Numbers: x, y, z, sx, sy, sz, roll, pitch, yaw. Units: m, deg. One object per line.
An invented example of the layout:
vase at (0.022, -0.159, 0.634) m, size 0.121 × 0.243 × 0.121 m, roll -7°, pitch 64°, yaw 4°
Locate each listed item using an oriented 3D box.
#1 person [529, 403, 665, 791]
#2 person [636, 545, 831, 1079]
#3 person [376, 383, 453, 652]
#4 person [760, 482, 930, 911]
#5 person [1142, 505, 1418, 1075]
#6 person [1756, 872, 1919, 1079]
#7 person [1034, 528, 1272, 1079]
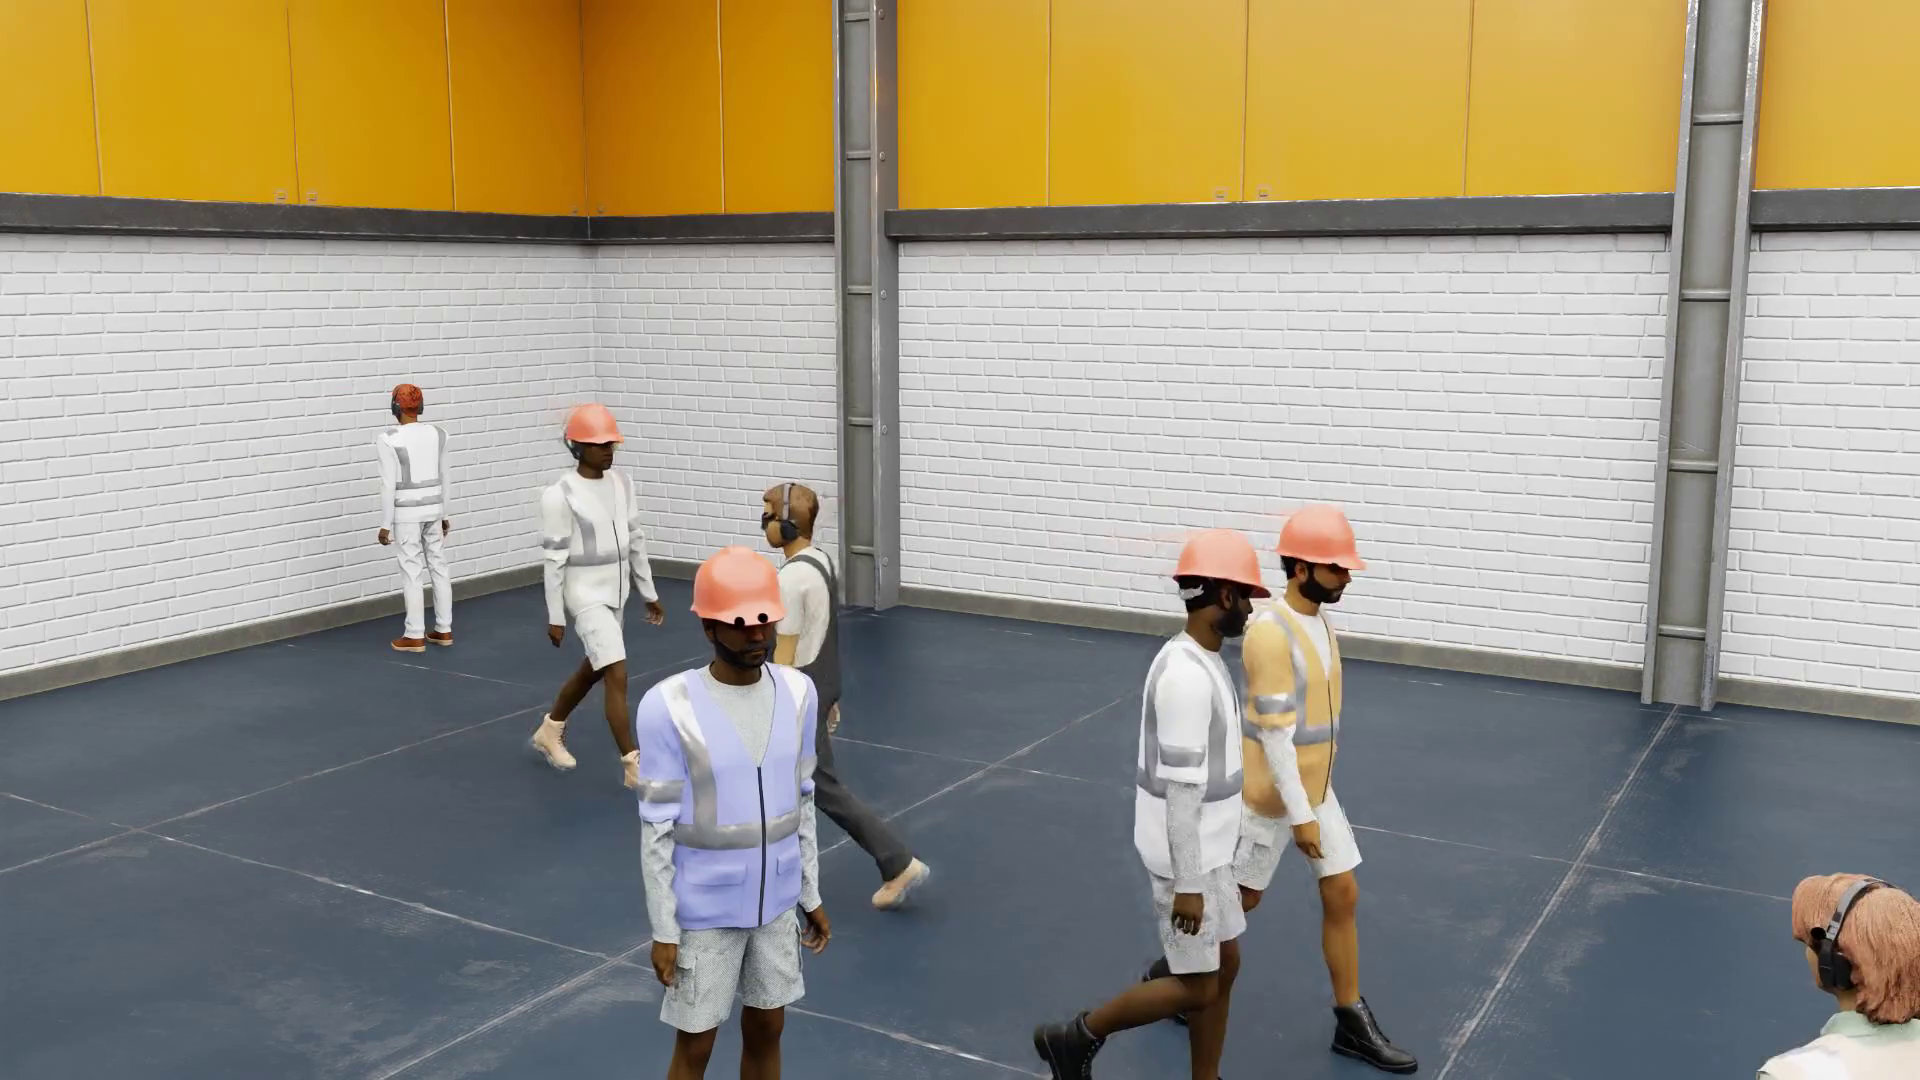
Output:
person at (-1.910, 0.283, 8.609) m, size 1.015 × 2.006 × 0.629 m, roll 5°, pitch 10°, yaw 26°
person at (-0.589, 0.971, 4.480) m, size 0.541 × 1.939 × 0.361 m, roll -7°, pitch 11°, yaw -37°
person at (-3.826, -0.155, 11.681) m, size 0.361 × 1.882 × 0.575 m, roll 7°, pitch 11°, yaw 36°
person at (-0.575, 0.656, 6.875) m, size 0.909 × 1.813 × 0.503 m, roll 1°, pitch 9°, yaw 5°
person at (1.070, 0.810, 5.644) m, size 0.967 × 1.894 × 0.541 m, roll 7°, pitch 12°, yaw 39°
person at (1.548, 1.372, 3.021) m, size 0.540 × 1.586 × 0.848 m, roll -4°, pitch 10°, yaw -26°
person at (0.622, 0.906, 4.993) m, size 0.671 × 1.903 × 0.562 m, roll 3°, pitch 9°, yaw 16°
